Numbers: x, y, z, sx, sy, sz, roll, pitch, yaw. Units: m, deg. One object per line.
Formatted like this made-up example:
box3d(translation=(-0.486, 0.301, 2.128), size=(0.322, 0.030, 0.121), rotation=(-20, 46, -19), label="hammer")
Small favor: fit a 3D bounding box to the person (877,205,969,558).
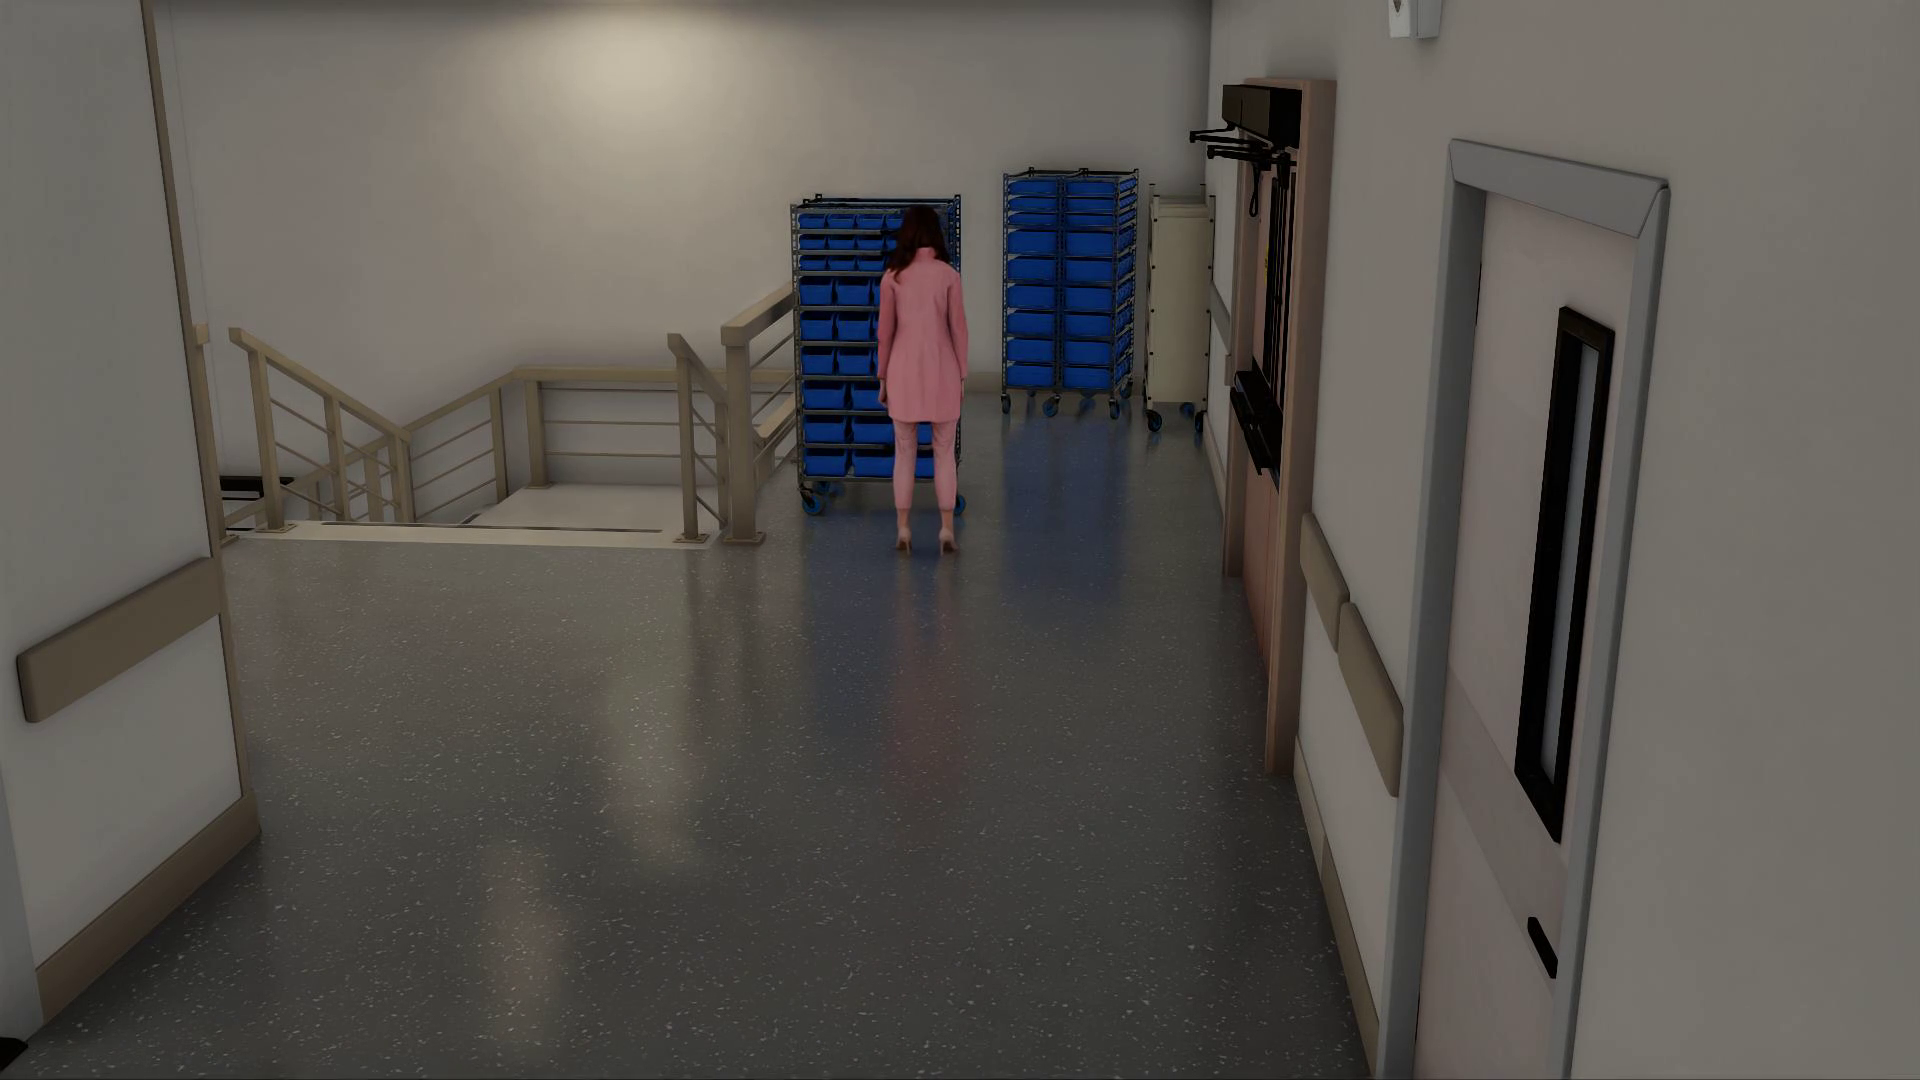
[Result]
box3d(translation=(-0.194, -0.805, 8.529), size=(0.621, 1.799, 0.523), rotation=(1, 16, 2), label="person")
